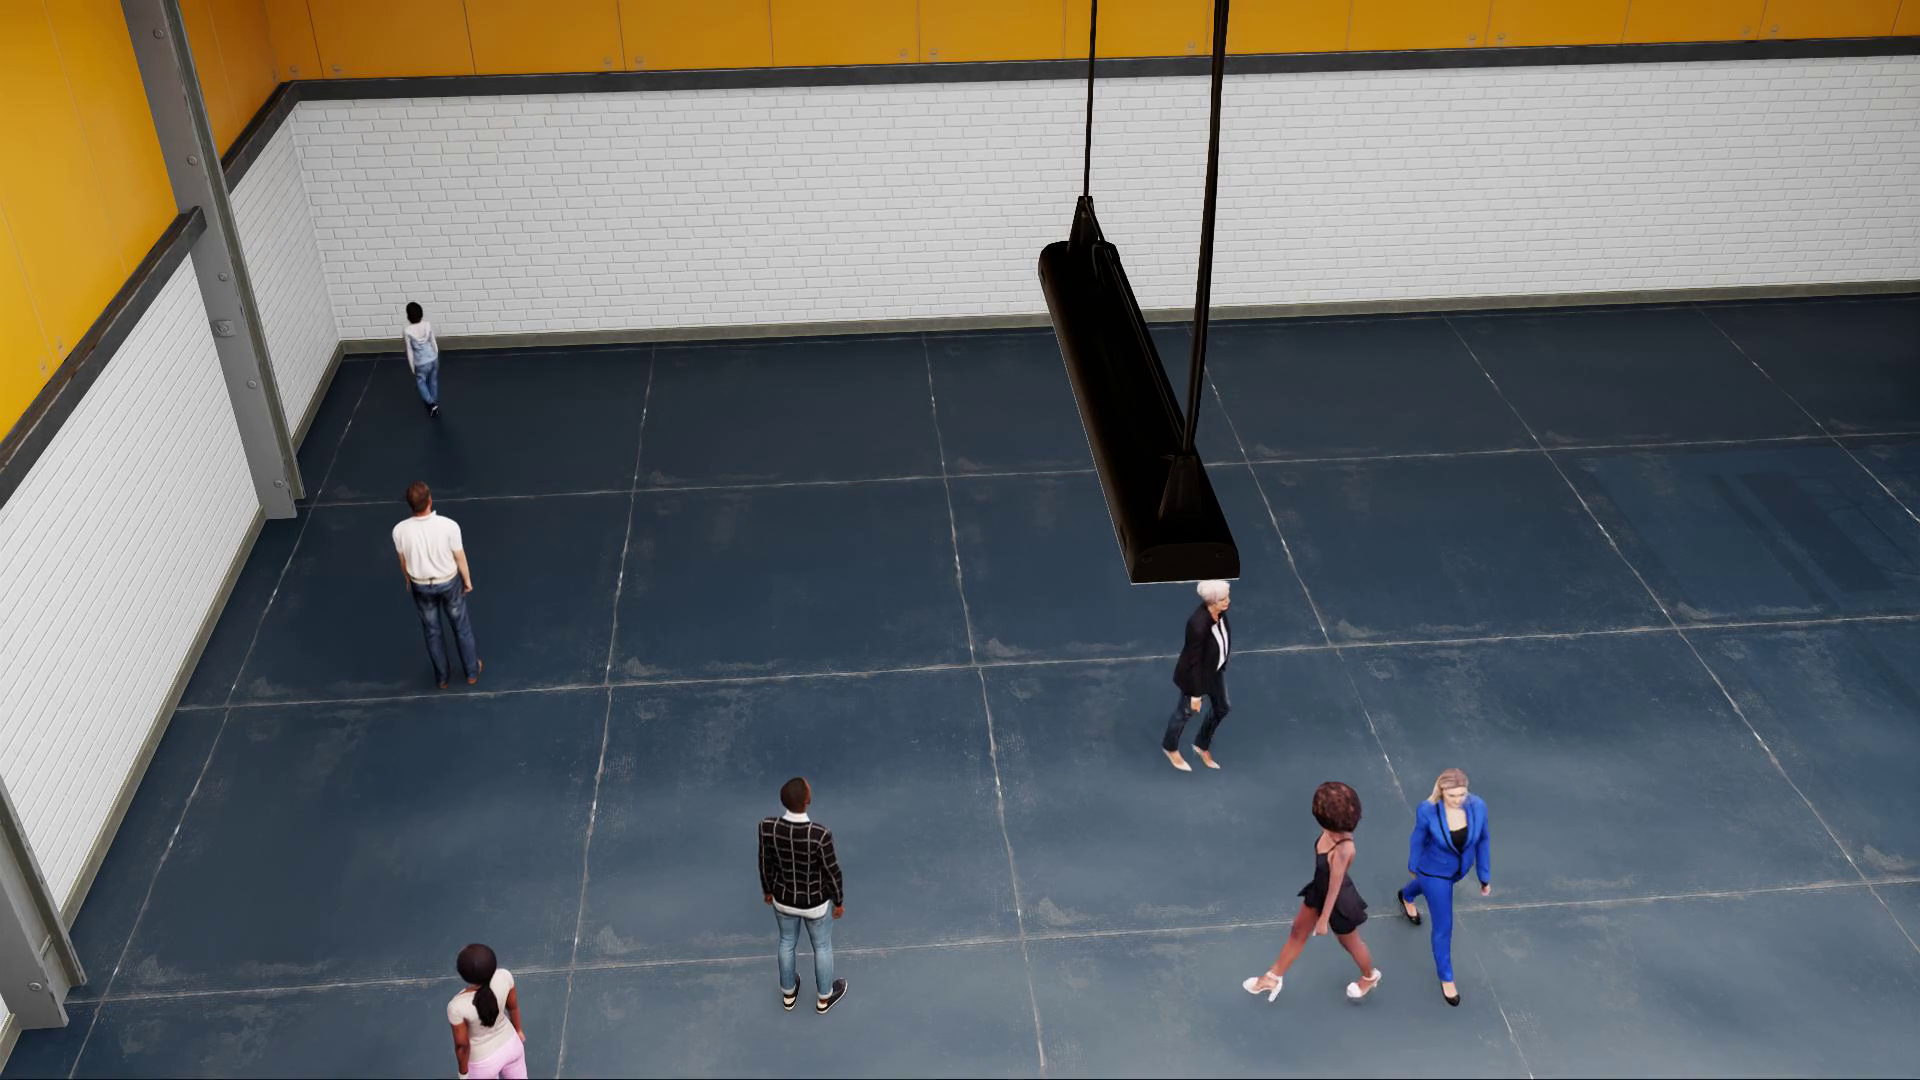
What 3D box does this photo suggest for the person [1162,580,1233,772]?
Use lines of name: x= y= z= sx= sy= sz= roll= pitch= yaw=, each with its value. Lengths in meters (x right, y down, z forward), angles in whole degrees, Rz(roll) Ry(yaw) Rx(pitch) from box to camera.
person: x=1.624 y=0.944 z=12.040 sx=0.868 sy=1.770 sz=0.892 roll=23 pitch=40 yaw=31

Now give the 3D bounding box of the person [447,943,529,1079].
person: x=-2.622 y=2.889 z=9.334 sx=0.710 sy=1.736 sz=0.657 roll=26 pitch=42 yaw=34

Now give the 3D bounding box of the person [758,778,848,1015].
person: x=-0.987 y=2.206 z=10.287 sx=0.731 sy=1.819 sz=0.658 roll=7 pitch=34 yaw=11

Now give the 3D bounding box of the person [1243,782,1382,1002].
person: x=2.398 y=2.260 z=10.289 sx=0.689 sy=1.726 sz=1.034 roll=-1 pitch=34 yaw=-2

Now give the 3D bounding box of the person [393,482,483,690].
person: x=-4.117 y=0.372 z=13.013 sx=0.667 sy=1.855 sz=0.615 roll=-5 pitch=34 yaw=-7

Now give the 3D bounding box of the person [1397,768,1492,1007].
person: x=3.058 y=2.046 z=10.675 sx=0.767 sy=1.656 sz=1.230 roll=-9 pitch=35 yaw=-13

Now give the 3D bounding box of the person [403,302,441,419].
person: x=-5.417 y=-1.808 z=16.841 sx=0.665 sy=1.249 sz=0.769 roll=-23 pitch=40 yaw=-30
